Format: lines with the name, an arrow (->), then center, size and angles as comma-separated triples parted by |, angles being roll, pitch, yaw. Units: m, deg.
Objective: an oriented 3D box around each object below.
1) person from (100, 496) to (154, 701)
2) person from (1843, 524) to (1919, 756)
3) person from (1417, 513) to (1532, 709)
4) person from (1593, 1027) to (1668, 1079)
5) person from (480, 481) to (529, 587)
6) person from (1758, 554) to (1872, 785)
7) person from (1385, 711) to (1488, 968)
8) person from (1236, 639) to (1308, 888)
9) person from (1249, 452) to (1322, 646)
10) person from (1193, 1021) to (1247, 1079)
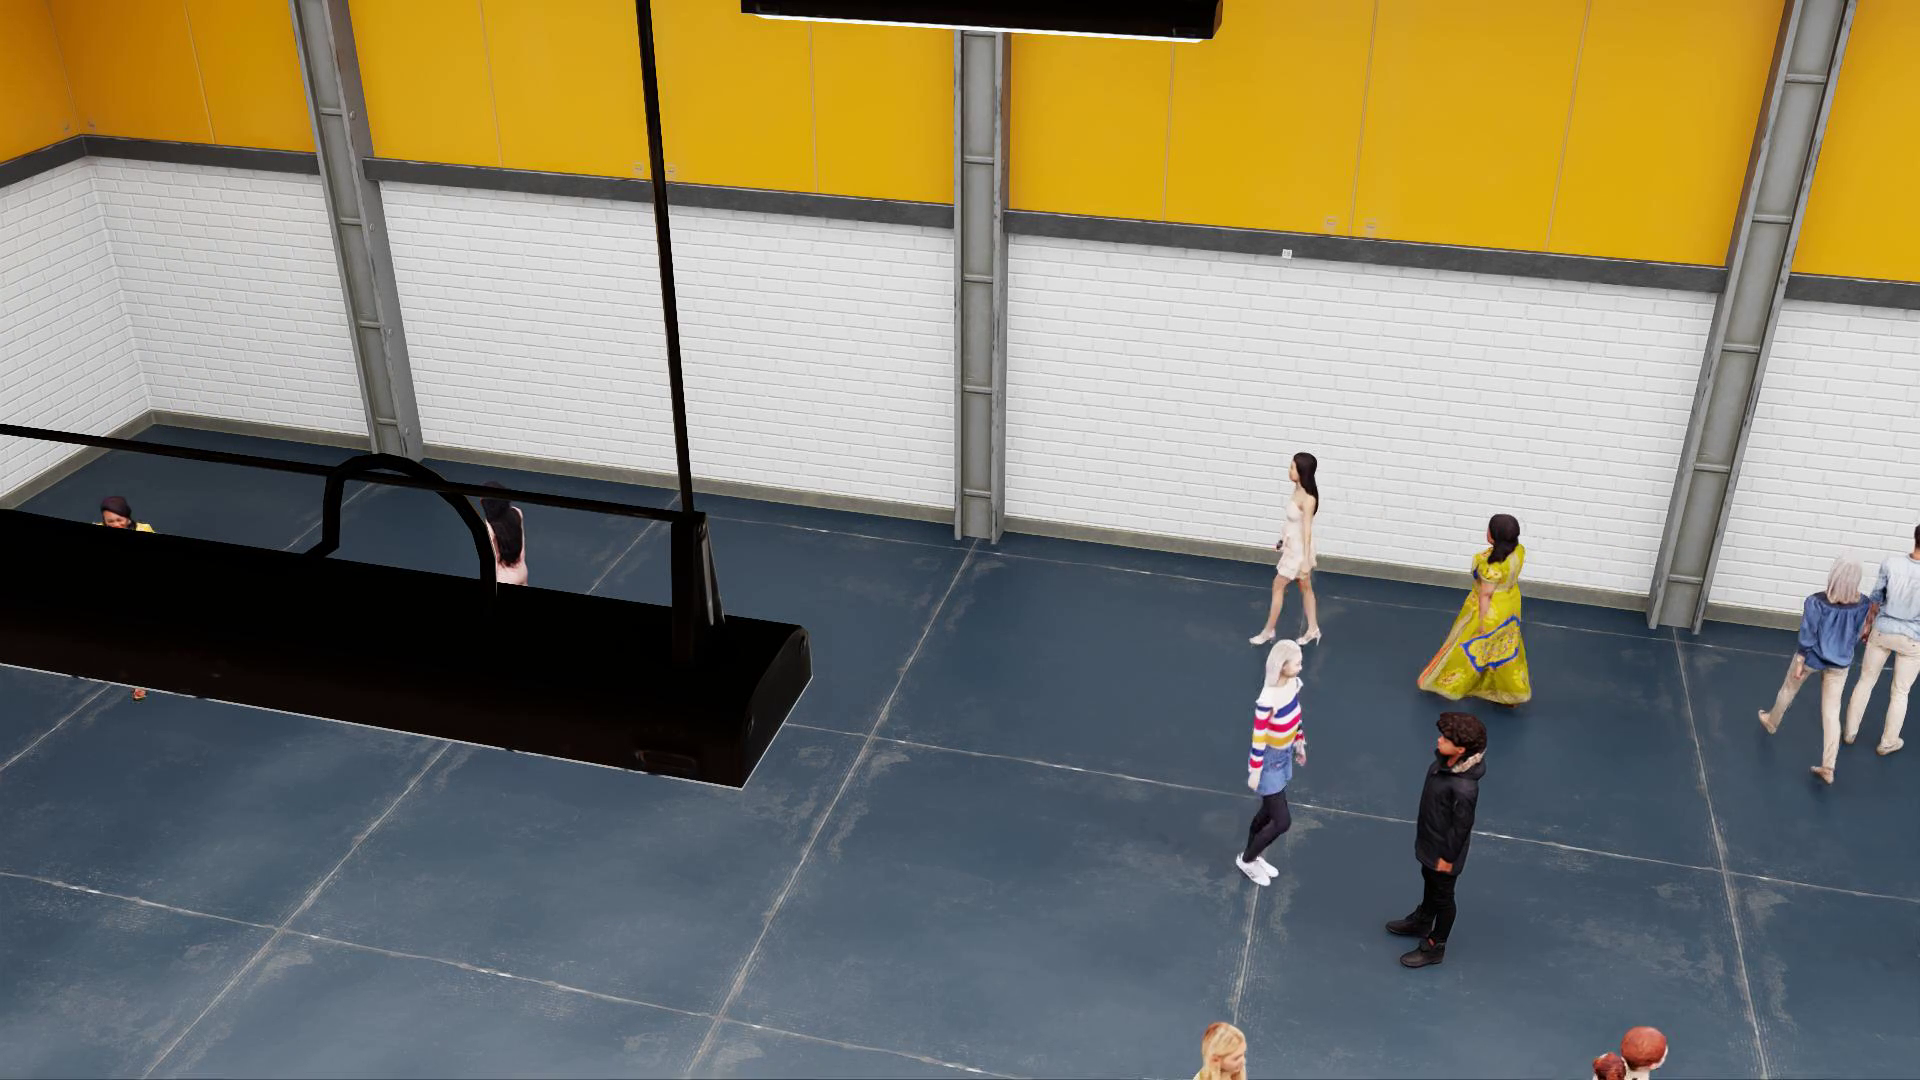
person -> -6.353, 0.358, 12.847 | 0.939, 1.632, 0.976 | -8, 30, -15
person -> 6.769, 0.698, 12.001 | 0.669, 1.846, 0.794 | 25, 37, 38
person -> 4.054, 0.556, 12.490 | 1.075, 1.637, 1.184 | -25, 37, -37
person -> 2.998, 2.990, 7.889 | 1.039, 1.770, 0.912 | -10, 30, -18
person -> -3.487, 0.322, 12.823 | 0.563, 1.720, 0.651 | 11, 31, 20
person -> 6.158, 0.934, 11.788 | 1.165, 1.646, 0.857 | 1, 29, 1
person -> 2.929, 1.794, 10.062 | 0.684, 1.779, 0.695 | -1, 29, -1
person -> 1.944, 1.410, 10.750 | 0.697, 1.794, 0.730 | 18, 33, 29
person -> 2.782, 0.112, 13.218 | 0.859, 1.709, 0.693 | 1, 29, 3
person -> 1.083, 2.957, 7.914 | 0.851, 1.794, 0.777 | 18, 34, 30
